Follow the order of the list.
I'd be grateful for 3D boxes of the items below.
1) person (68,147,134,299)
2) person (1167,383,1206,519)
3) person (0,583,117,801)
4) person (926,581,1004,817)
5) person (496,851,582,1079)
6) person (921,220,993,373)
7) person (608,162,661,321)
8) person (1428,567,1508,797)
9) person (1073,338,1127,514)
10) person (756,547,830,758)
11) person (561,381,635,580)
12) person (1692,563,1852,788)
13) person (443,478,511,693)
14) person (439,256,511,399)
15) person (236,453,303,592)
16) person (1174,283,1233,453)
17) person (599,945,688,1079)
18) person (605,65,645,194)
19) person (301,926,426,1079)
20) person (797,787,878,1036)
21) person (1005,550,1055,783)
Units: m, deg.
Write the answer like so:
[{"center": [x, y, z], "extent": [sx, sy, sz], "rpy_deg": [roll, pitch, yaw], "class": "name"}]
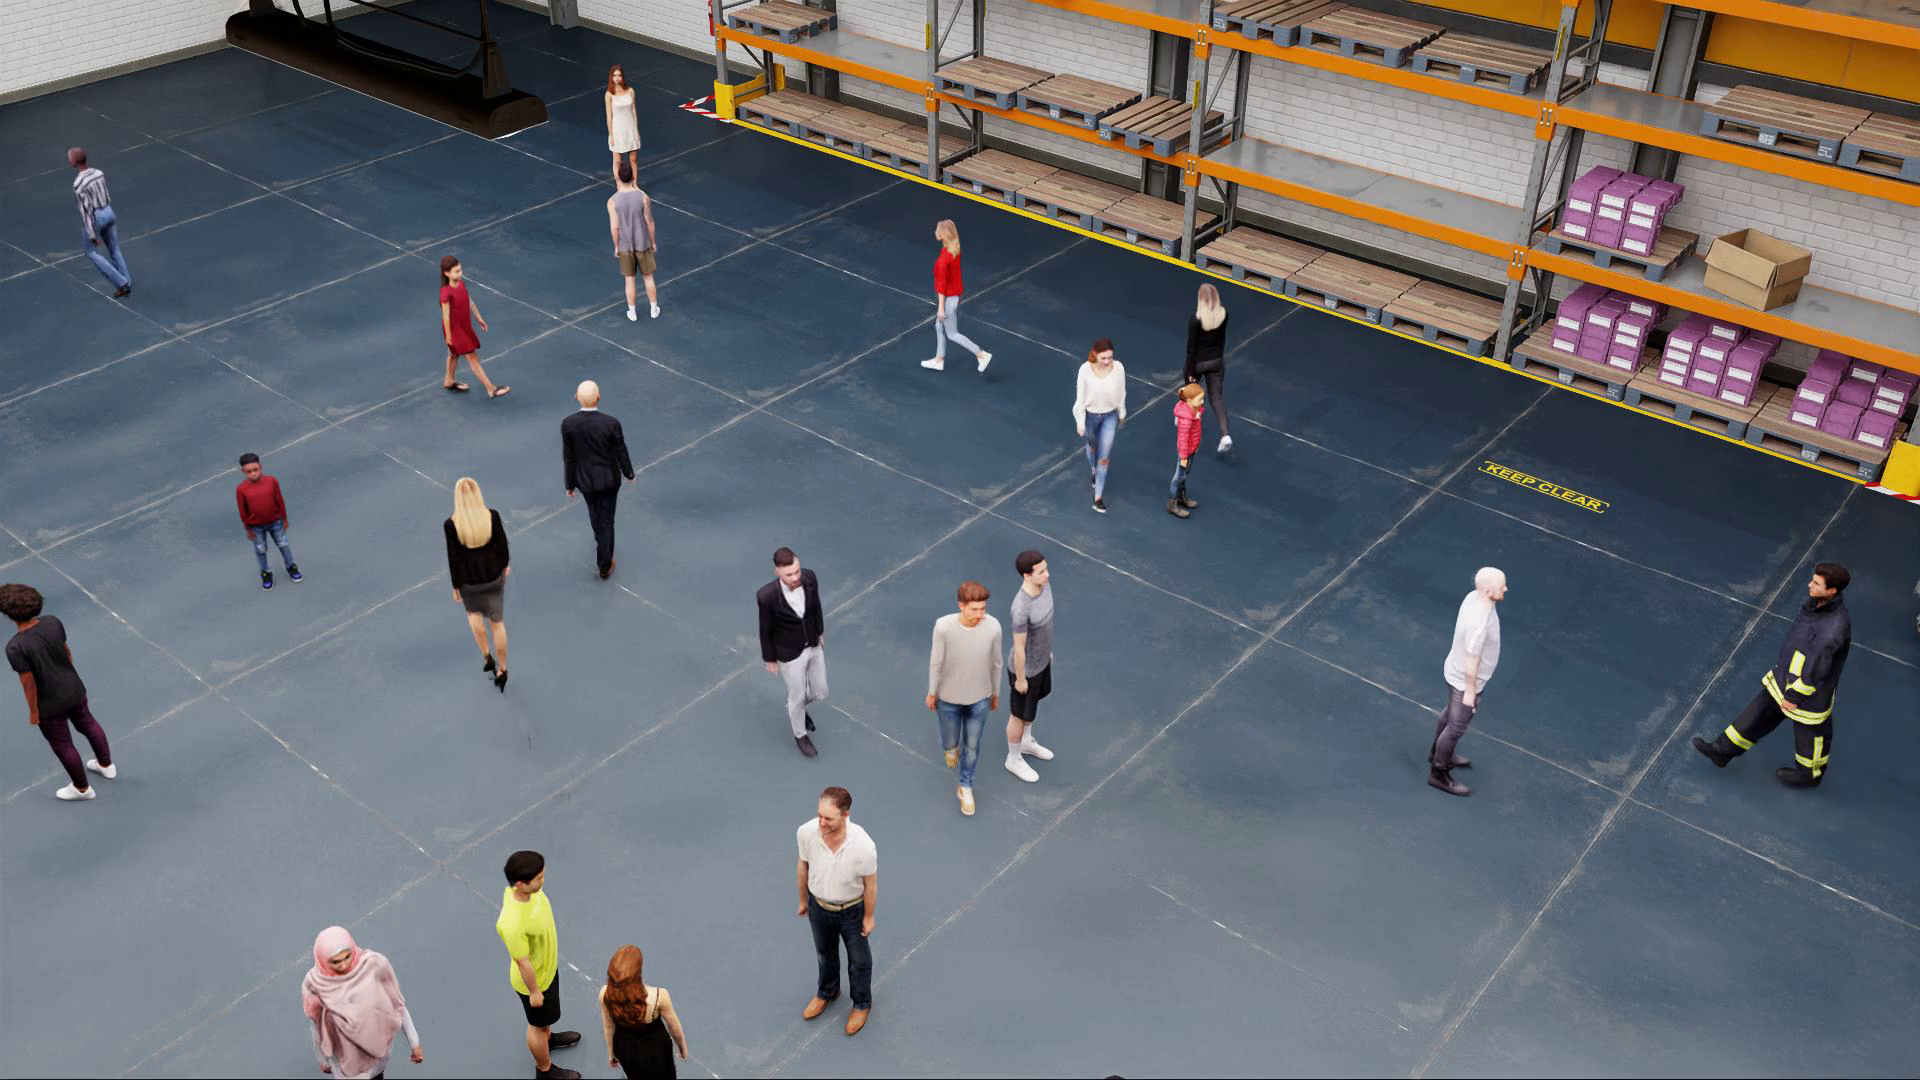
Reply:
[{"center": [-9.501, -3.506, 18.549], "extent": [0.785, 1.783, 0.757], "rpy_deg": [8, 34, 11], "class": "person"}, {"center": [2.026, -0.829, 14.944], "extent": [0.559, 1.314, 0.553], "rpy_deg": [14, 36, 20], "class": "person"}, {"center": [-6.368, 1.056, 11.686], "extent": [0.695, 1.781, 0.707], "rpy_deg": [8, 34, 12], "class": "person"}, {"center": [0.015, 1.023, 11.640], "extent": [0.991, 1.889, 1.057], "rpy_deg": [-4, 34, -6], "class": "person"}, {"center": [-2.475, 2.464, 9.636], "extent": [0.755, 1.706, 0.682], "rpy_deg": [-5, 34, -7], "class": "person"}, {"center": [-0.035, -2.444, 17.040], "extent": [1.113, 1.684, 0.870], "rpy_deg": [10, 35, 15], "class": "person"}, {"center": [-3.563, -3.247, 18.204], "extent": [0.725, 1.847, 0.760], "rpy_deg": [-9, 35, -13], "class": "person"}, {"center": [3.590, 0.956, 11.792], "extent": [0.712, 1.832, 0.741], "rpy_deg": [10, 35, 14], "class": "person"}, {"center": [1.248, -1.142, 15.117], "extent": [1.086, 1.645, 1.089], "rpy_deg": [0, 34, 0], "class": "person"}, {"center": [-1.245, 0.756, 12.101], "extent": [0.754, 1.822, 0.765], "rpy_deg": [-24, 40, -31], "class": "person"}, {"center": [-3.060, -0.464, 13.981], "extent": [1.036, 1.773, 1.082], "rpy_deg": [0, 34, -1], "class": "person"}, {"center": [6.040, 1.000, 11.683], "extent": [1.319, 1.879, 1.169], "rpy_deg": [5, 34, 8], "class": "person"}, {"center": [-3.596, 0.394, 12.645], "extent": [0.755, 1.823, 0.788], "rpy_deg": [-18, 38, -25], "class": "person"}, {"center": [-5.117, -2.143, 16.745], "extent": [1.087, 1.510, 0.873], "rpy_deg": [6, 34, 9], "class": "person"}, {"center": [-5.867, -0.183, 14.028], "extent": [0.570, 1.254, 0.579], "rpy_deg": [-16, 37, -23], "class": "person"}, {"center": [2.386, -1.616, 15.818], "extent": [0.963, 1.658, 1.191], "rpy_deg": [-12, 35, -17], "class": "person"}, {"center": [-1.755, 2.883, 9.109], "extent": [1.073, 1.592, 1.002], "rpy_deg": [5, 34, 7], "class": "person"}, {"center": [-4.283, -5.210, 21.181], "extent": [0.629, 1.708, 0.636], "rpy_deg": [-16, 37, -23], "class": "person"}, {"center": [-3.310, 2.757, 9.154], "extent": [0.829, 1.752, 1.218], "rpy_deg": [-23, 40, -30], "class": "person"}, {"center": [-0.712, 2.166, 9.949], "extent": [0.608, 1.856, 0.778], "rpy_deg": [14, 36, 20], "class": "person"}, {"center": [0.488, 0.858, 11.905], "extent": [0.629, 1.871, 0.696], "rpy_deg": [17, 37, 23], "class": "person"}]
